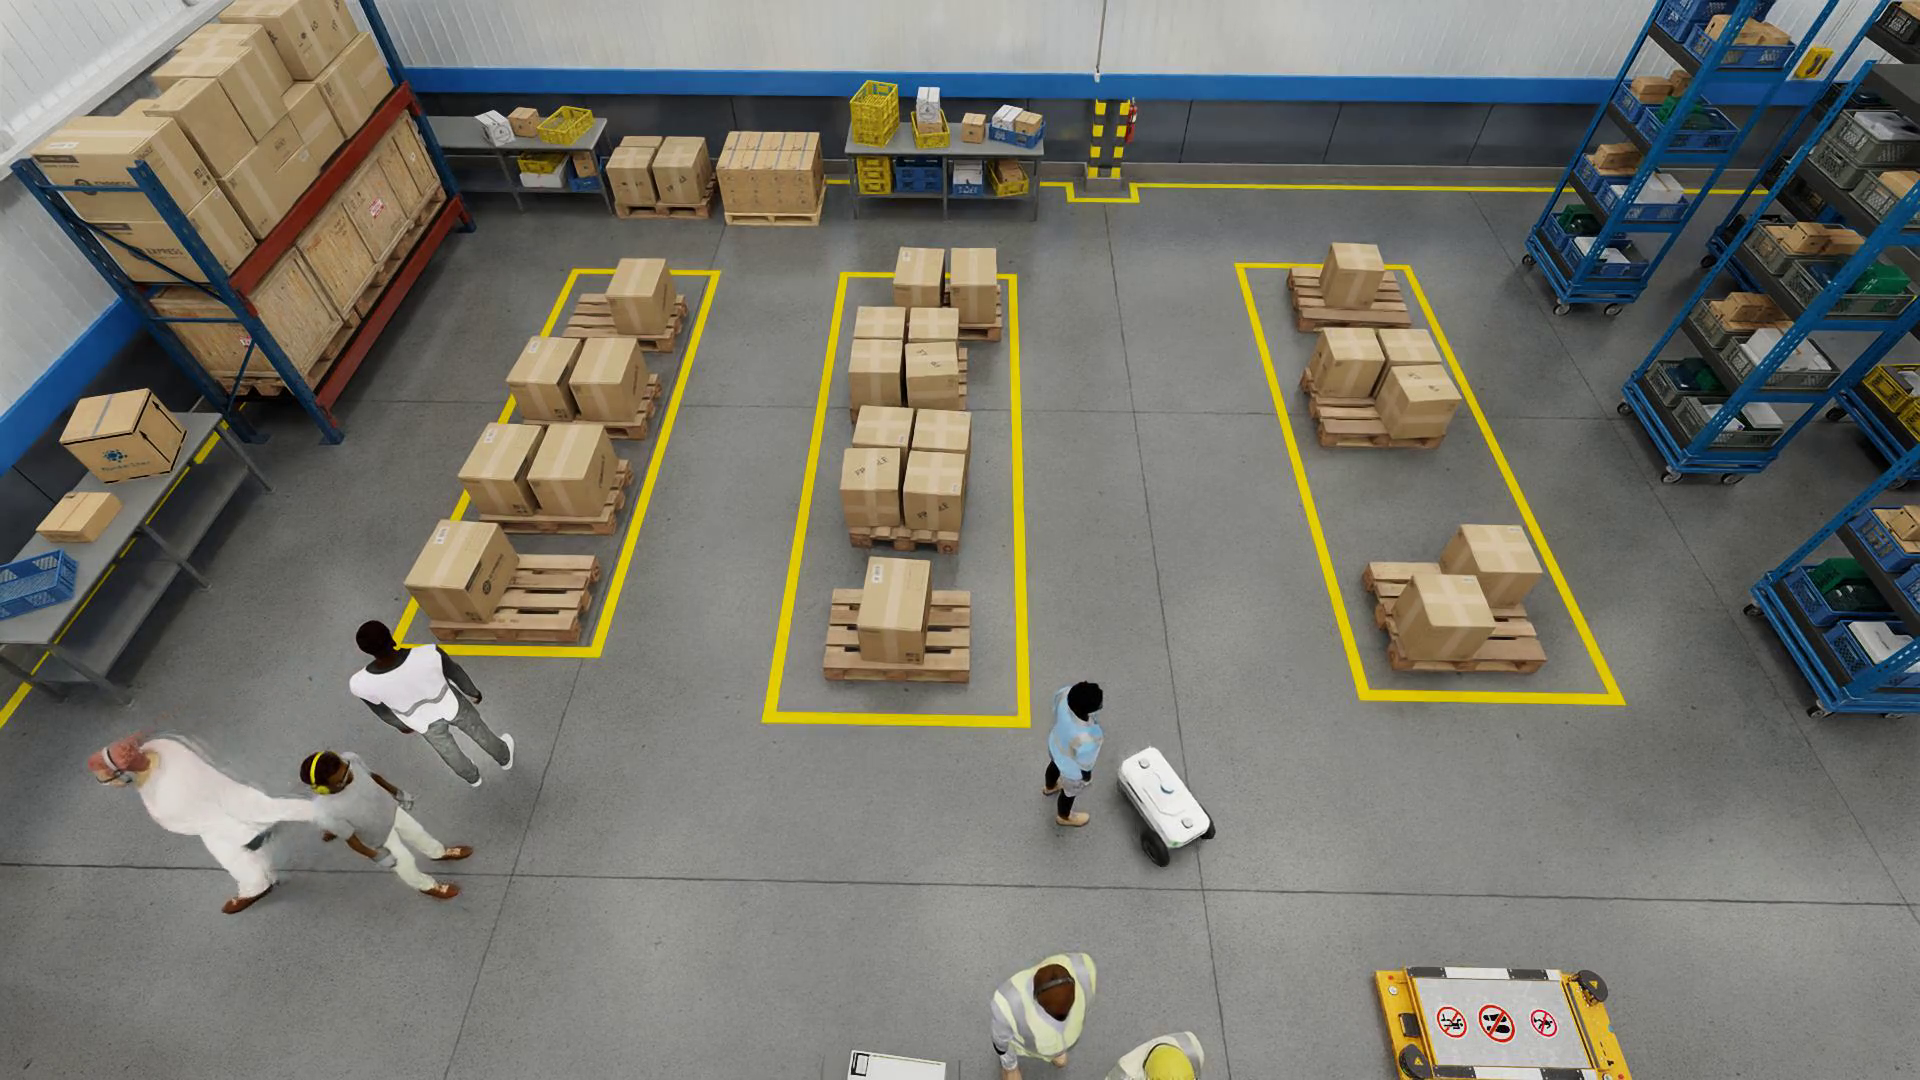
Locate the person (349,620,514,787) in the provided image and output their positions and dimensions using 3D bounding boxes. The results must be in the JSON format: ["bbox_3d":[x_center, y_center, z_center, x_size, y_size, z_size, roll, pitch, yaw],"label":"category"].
[{"bbox_3d":[-3.698,1.180,6.452,0.591,1.919,0.392,-26,56,-20],"label":"person"}]

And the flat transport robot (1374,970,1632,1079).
[{"bbox_3d":[3.501,3.133,5.914,1.431,0.197,0.652,1,51,1],"label":"flat transport robot"}]

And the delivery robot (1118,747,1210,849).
[{"bbox_3d":[1.482,1.885,6.692,0.477,0.478,0.707,-23,55,-18],"label":"delivery robot"}]

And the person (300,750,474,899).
[{"bbox_3d":[-3.723,1.844,5.952,0.335,1.859,0.509,-4,51,-3],"label":"person"}]

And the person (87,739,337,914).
[{"bbox_3d":[-4.840,1.757,6.020,0.963,1.870,0.658,-32,58,-23],"label":"person"}]

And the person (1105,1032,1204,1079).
[{"bbox_3d":[1.003,3.034,4.994,0.591,1.833,0.404,-22,54,-17],"label":"person"}]

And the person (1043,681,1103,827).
[{"bbox_3d":[0.787,1.473,6.352,0.321,1.697,0.530,-13,52,-10],"label":"person"}]

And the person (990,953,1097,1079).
[{"bbox_3d":[0.472,2.751,5.219,0.633,1.841,0.429,-20,53,-15],"label":"person"}]
